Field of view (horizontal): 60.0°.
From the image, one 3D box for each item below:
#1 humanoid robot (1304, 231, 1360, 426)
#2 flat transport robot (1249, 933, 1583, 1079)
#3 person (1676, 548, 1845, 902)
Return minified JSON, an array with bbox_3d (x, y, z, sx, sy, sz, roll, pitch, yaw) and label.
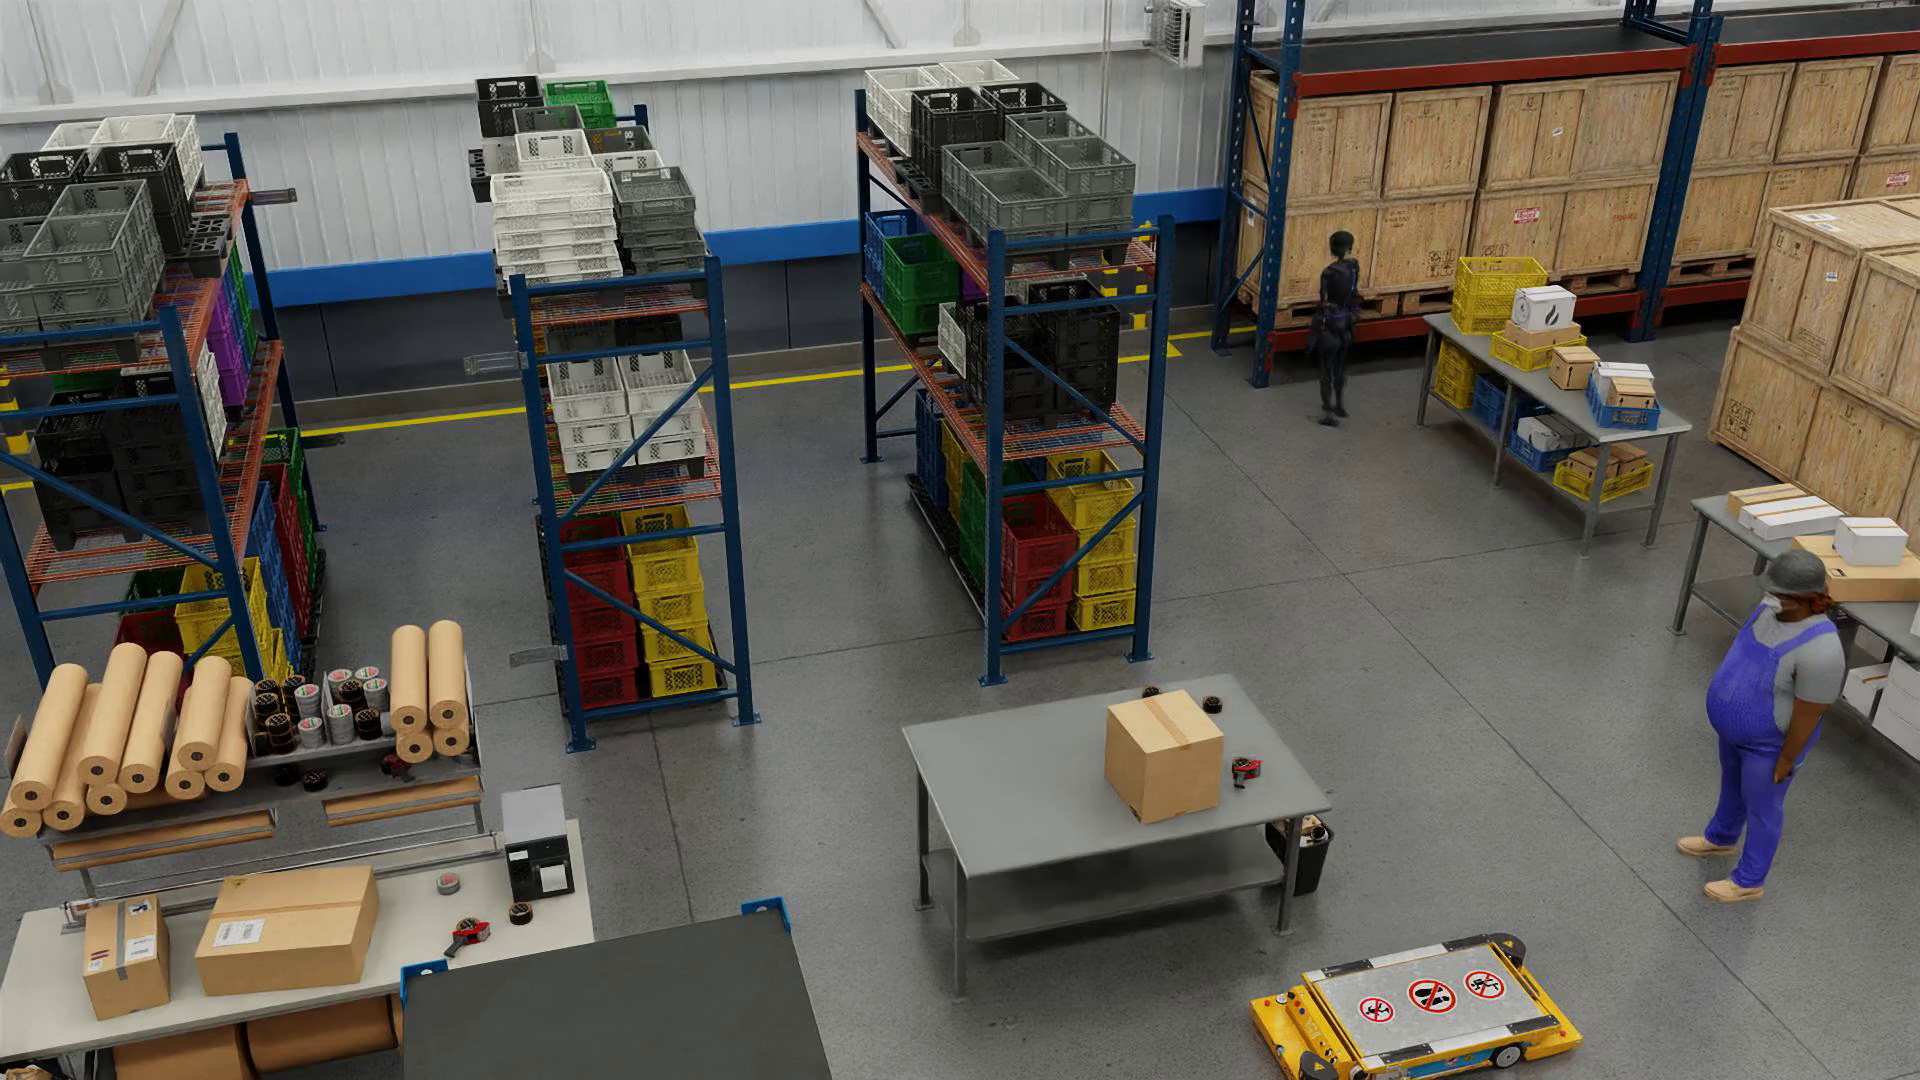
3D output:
[{"bbox_3d":[3.179,-1.756,13.923,0.390,1.681,0.625,25,37,38],"label":"humanoid robot"},{"bbox_3d":[2.184,2.282,7.980,1.431,0.197,0.652,-8,30,-14],"label":"flat transport robot"},{"bbox_3d":[4.134,0.933,8.626,0.535,2.000,0.681,0,29,-1],"label":"person"}]
